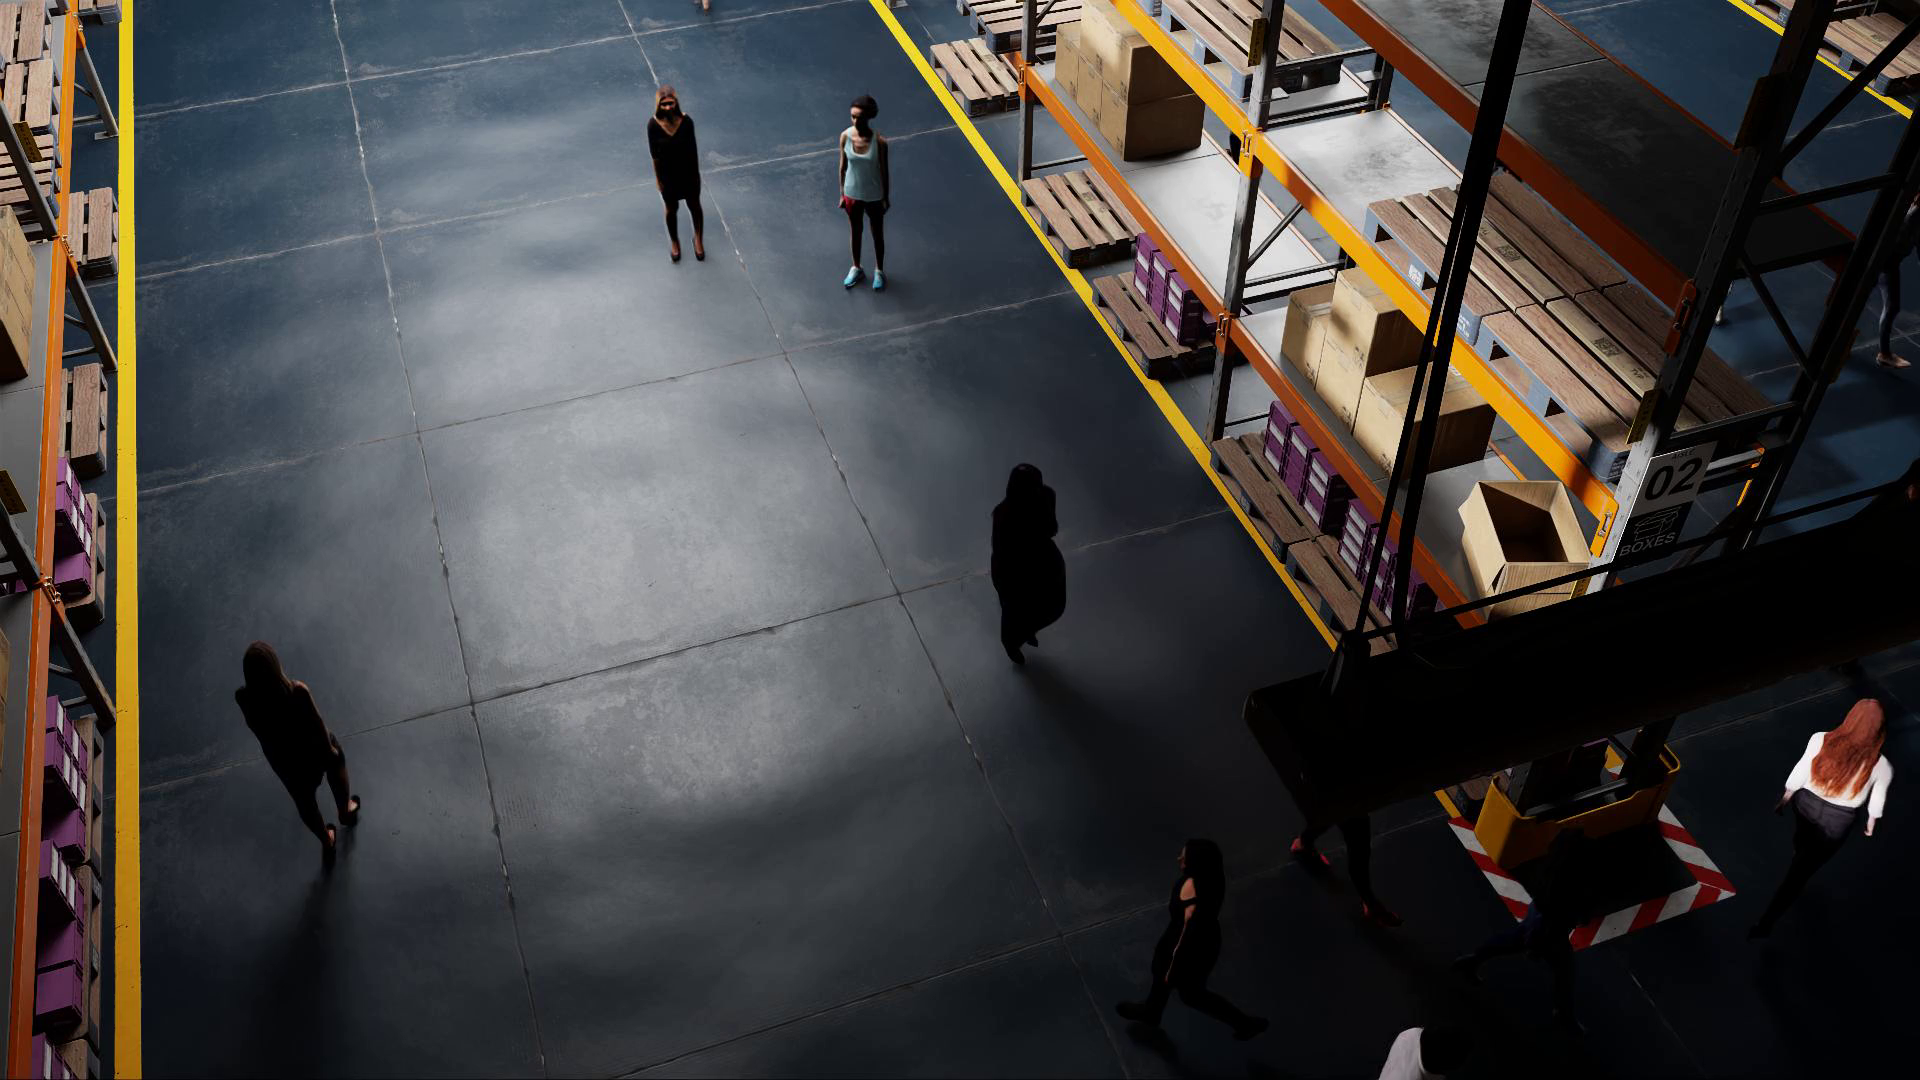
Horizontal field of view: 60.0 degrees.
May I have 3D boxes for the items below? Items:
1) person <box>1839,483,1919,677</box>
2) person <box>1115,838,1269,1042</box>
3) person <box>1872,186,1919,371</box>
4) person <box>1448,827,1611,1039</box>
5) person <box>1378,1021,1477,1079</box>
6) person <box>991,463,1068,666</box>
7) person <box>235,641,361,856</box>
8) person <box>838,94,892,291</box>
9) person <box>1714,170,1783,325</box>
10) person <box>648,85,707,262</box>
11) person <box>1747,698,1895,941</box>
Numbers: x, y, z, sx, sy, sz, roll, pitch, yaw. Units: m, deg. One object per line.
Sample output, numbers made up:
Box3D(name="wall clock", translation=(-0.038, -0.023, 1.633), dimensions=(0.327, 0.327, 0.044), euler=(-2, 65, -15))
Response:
Box3D(name="person", translation=(6.037, 0.110, 10.834), dimensions=(0.743, 1.756, 0.829), euler=(14, 45, 14))
Box3D(name="person", translation=(1.292, 2.157, 8.750), dimensions=(1.032, 1.666, 1.082), euler=(10, 44, 10))
Box3D(name="person", translation=(7.339, -2.252, 13.310), dimensions=(1.080, 1.760, 0.910), euler=(28, 50, 27))
Box3D(name="person", translation=(3.087, 2.053, 8.920), dimensions=(1.079, 1.582, 1.037), euler=(17, 46, 17))
Box3D(name="person", translation=(1.956, 2.784, 7.977), dimensions=(1.205, 1.825, 1.170), euler=(19, 47, 19))
Box3D(name="person", translation=(0.364, 0.125, 10.824), dimensions=(0.788, 1.747, 0.808), euler=(-30, 51, -27))
Box3D(name="person", translation=(-3.852, 1.290, 9.641), dimensions=(0.648, 1.691, 0.707), euler=(-6, 44, -7))
Box3D(name="person", translation=(-0.798, -2.907, 13.994), dimensions=(0.689, 1.764, 0.715), euler=(9, 44, 9))
Box3D(name="person", translation=(6.527, -2.532, 13.818), dimensions=(0.820, 1.464, 0.915), euler=(11, 45, 12))
Box3D(name="person", translation=(-2.421, -3.151, 14.316), dimensions=(0.566, 1.674, 0.521), euler=(-8, 44, -9))
Box3D(name="person", translation=(4.763, 1.610, 9.296), dimensions=(1.177, 1.705, 1.058), euler=(34, 53, 30))
